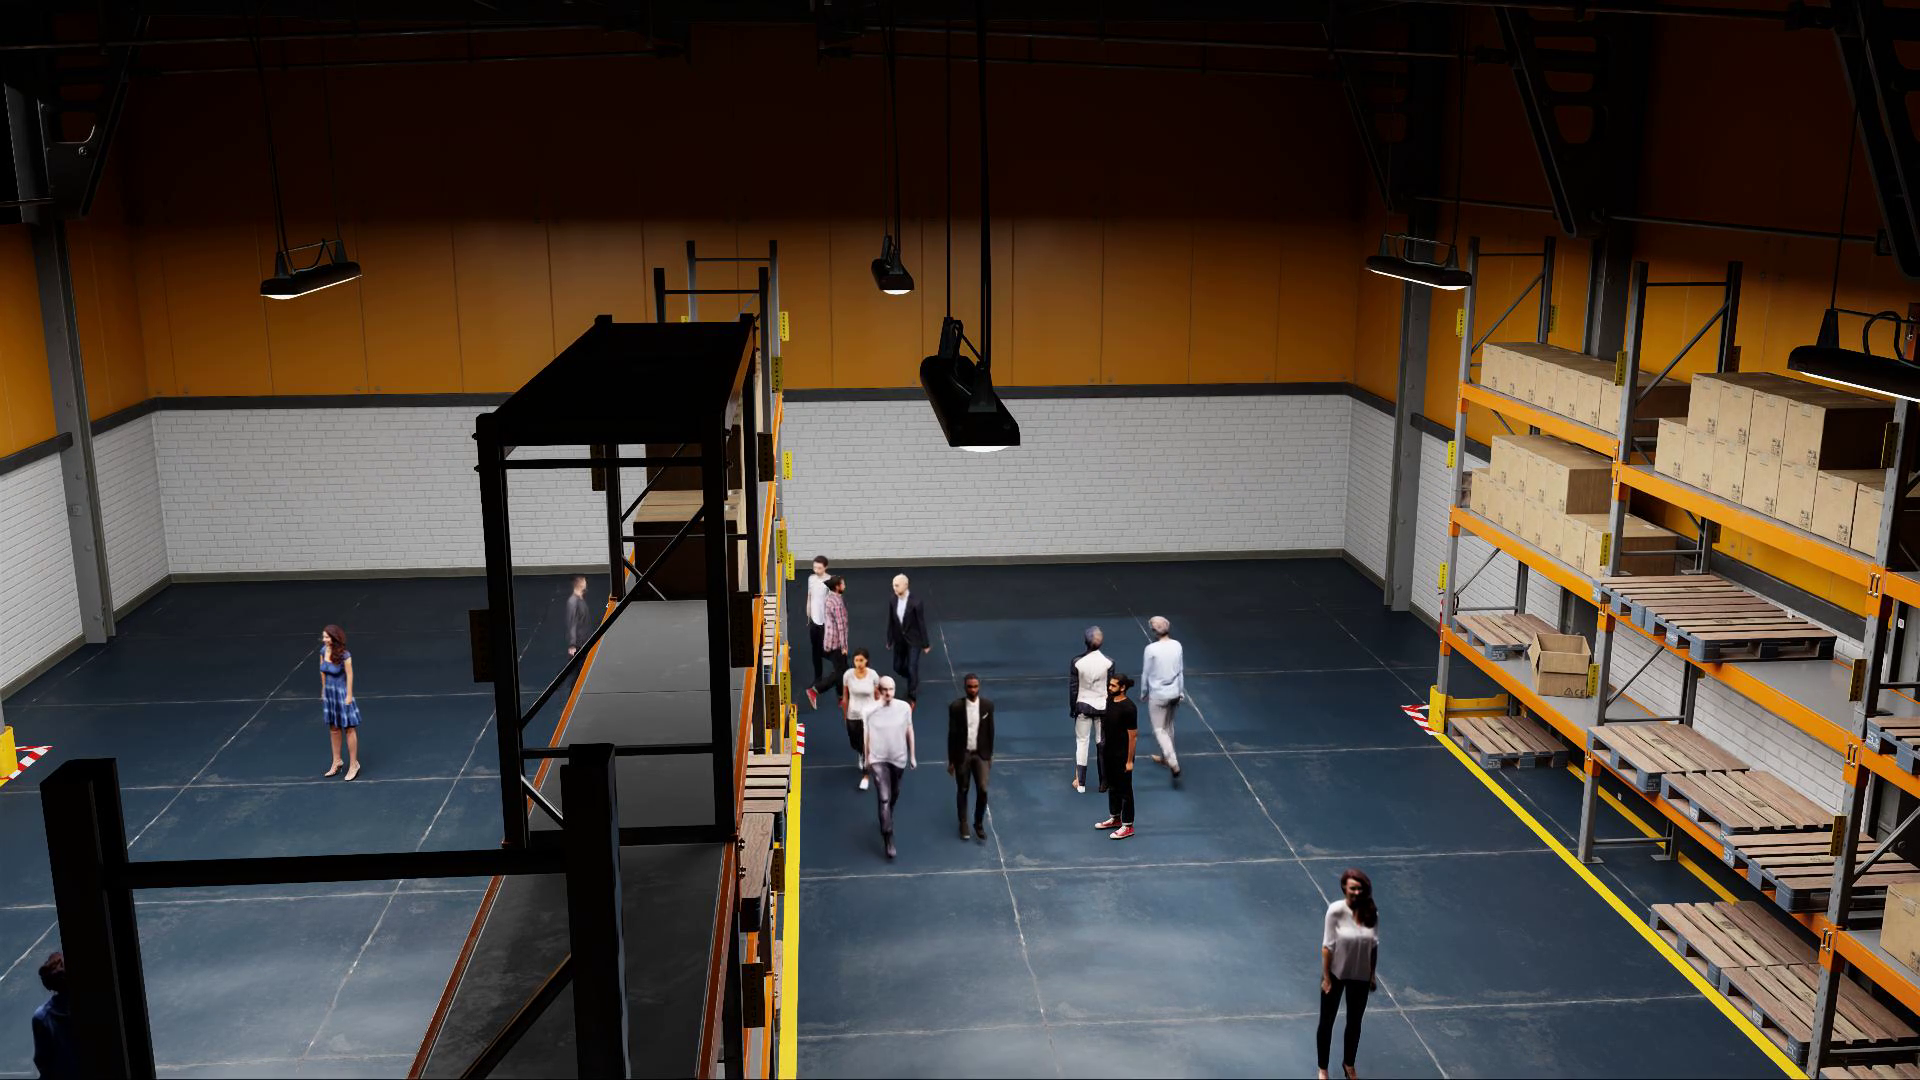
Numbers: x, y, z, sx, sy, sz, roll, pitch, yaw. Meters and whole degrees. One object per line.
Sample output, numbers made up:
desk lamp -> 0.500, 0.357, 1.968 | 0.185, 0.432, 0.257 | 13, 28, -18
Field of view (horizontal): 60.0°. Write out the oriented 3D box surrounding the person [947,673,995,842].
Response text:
person -> 0.080, 2.224, 17.255 | 0.696, 1.785, 0.680 | -2, 14, -9

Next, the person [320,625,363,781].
person -> -7.041, 1.830, 18.837 | 0.762, 1.805, 0.776 | 7, 15, 27

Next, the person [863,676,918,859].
person -> -0.746, 2.249, 17.134 | 0.836, 1.793, 1.270 | -4, 14, -15

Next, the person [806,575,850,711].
person -> -1.633, 1.321, 21.074 | 0.900, 1.742, 0.985 | -4, 14, -17

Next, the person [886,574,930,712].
person -> -0.640, 1.272, 21.209 | 0.969, 1.774, 1.065 | 6, 15, 24

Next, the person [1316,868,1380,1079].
person -> 2.942, 3.330, 12.665 | 0.615, 1.794, 0.534 | -2, 14, -9

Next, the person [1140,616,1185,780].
person -> 2.331, 1.812, 18.815 | 0.953, 1.852, 1.182 | -6, 15, -24

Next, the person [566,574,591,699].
person -> -4.870, 1.326, 21.082 | 0.777, 1.729, 0.499 | 1, 14, 5

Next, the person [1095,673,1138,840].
person -> 1.664, 2.225, 17.312 | 0.762, 1.757, 0.613 | -7, 15, -27

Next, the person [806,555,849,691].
person -> -1.727, 1.077, 21.864 | 0.970, 1.846, 1.031 | 12, 18, 40

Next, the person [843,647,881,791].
person -> -1.090, 1.958, 18.711 | 0.679, 1.616, 0.985 | 1, 14, 4

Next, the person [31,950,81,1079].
person -> -5.961, 3.677, 11.265 | 0.919, 1.779, 1.230 | -6, 15, -22

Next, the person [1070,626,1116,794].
person -> 1.472, 1.874, 18.460 | 0.695, 1.898, 0.607 | 0, 14, 1
